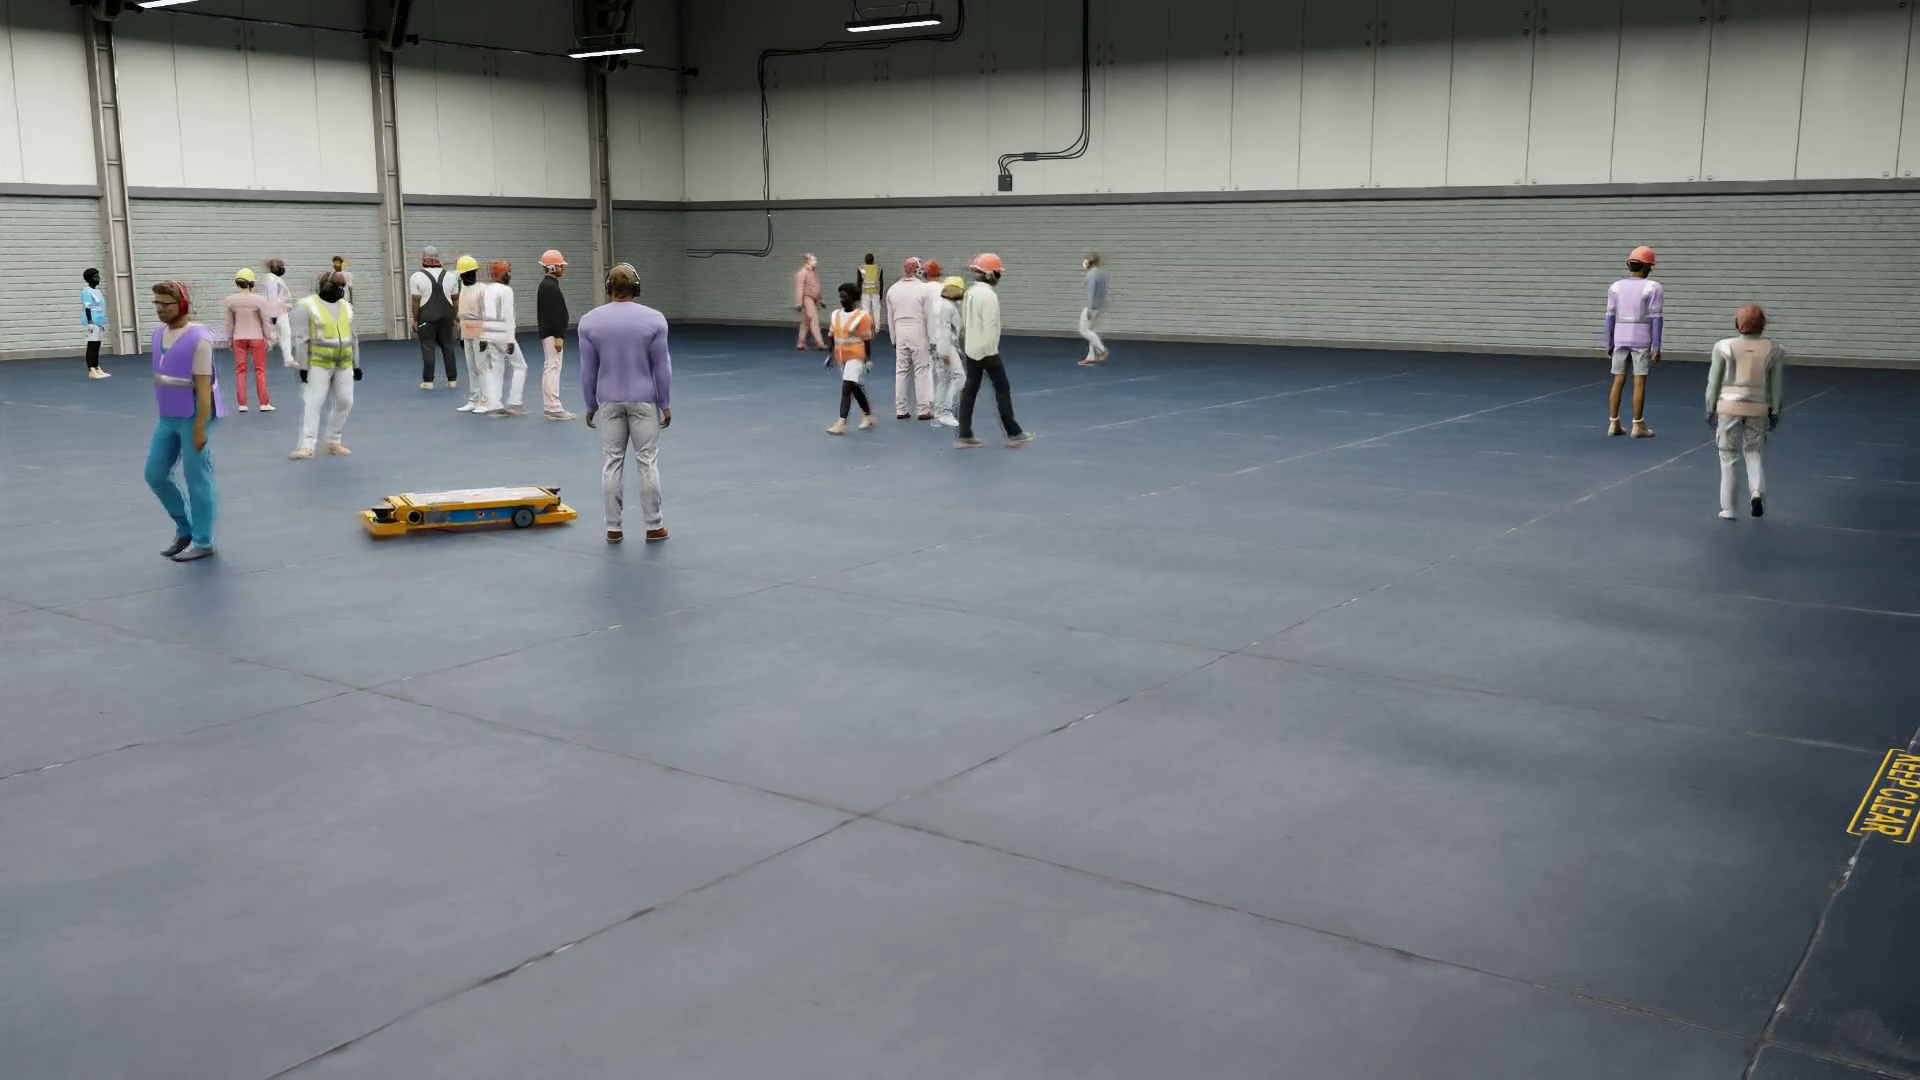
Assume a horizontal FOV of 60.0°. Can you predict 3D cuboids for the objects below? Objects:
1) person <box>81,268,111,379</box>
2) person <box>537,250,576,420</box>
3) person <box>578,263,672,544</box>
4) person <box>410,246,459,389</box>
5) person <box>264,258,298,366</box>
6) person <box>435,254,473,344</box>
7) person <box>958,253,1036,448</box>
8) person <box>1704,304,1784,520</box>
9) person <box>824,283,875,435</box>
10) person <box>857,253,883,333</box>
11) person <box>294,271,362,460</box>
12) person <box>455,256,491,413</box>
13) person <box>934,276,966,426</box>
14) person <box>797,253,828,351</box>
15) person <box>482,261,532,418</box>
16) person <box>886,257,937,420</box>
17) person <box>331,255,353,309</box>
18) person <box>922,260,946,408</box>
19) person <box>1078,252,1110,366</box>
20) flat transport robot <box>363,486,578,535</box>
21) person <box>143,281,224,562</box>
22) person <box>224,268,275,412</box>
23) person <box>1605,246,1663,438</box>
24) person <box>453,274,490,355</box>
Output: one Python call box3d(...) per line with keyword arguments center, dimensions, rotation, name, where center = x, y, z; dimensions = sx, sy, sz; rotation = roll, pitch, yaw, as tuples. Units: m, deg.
box3d(center=(-13.301, -3.321, 25.554), dimensions=(0.322, 1.697, 0.536), rotation=(-2, 10, -9), name="person")
box3d(center=(-4.793, -2.418, 19.656), dimensions=(0.379, 1.996, 0.611), rotation=(-4, 11, -22), name="person")
box3d(center=(-2.301, -0.934, 11.507), dimensions=(0.627, 1.940, 0.371), rotation=(0, 10, -2), name="person")
box3d(center=(-7.572, -3.198, 23.903), dimensions=(0.688, 2.000, 0.536), rotation=(-7, 13, -36), name="person")
box3d(center=(-11.582, -3.834, 28.068), dimensions=(0.722, 1.825, 0.621), rotation=(-4, 11, -20), name="person")
box3d(center=(-10.139, -4.808, 33.436), dimensions=(0.941, 1.879, 0.558), rotation=(-1, 10, -8), name="person")
box3d(center=(0.367, -1.922, 16.965), dimensions=(0.919, 1.958, 0.640), rotation=(-4, 11, -23), name="person")
box3d(center=(5.858, -0.946, 12.460), dimensions=(0.516, 1.627, 0.377), rotation=(2, 10, 9), name="person")
box3d(center=(-1.191, -2.005, 18.317), dimensions=(0.527, 1.651, 0.879), rotation=(8, 13, 39), name="person")
box3d(center=(-2.089, -5.730, 38.642), dimensions=(0.620, 1.845, 0.429), rotation=(-3, 10, -15), name="person")
box3d(center=(-6.196, -1.695, 16.176), dimensions=(0.429, 1.806, 0.804), rotation=(8, 13, 39), name="person")
box3d(center=(-5.972, -2.512, 20.403), dimensions=(0.584, 1.917, 0.383), rotation=(10, 14, 44), name="person")
box3d(center=(-0.114, -2.129, 18.855), dimensions=(0.441, 1.701, 0.514), rotation=(-1, 10, -3), name="person")
box3d(center=(-2.791, -4.592, 32.193), dimensions=(0.919, 1.870, 0.651), rotation=(3, 11, 16), name="person")
box3d(center=(-5.438, -2.404, 19.942), dimensions=(0.591, 1.864, 0.629), rotation=(9, 13, 40), name="person")
box3d(center=(-0.541, -2.366, 19.620), dimensions=(0.643, 1.909, 0.410), rotation=(6, 12, 29), name="person")
box3d(center=(-12.074, -4.634, 32.500), dimensions=(0.498, 1.847, 0.662), rotation=(1, 10, 7), name="person")
box3d(center=(-0.357, -2.585, 20.959), dimensions=(0.578, 1.871, 0.438), rotation=(-5, 11, -26), name="person")
box3d(center=(2.245, -3.900, 28.150), dimensions=(0.472, 1.927, 0.652), rotation=(3, 11, 15), name="person")
box3d(center=(-3.608, -0.233, 12.252), dimensions=(1.431, 0.197, 0.652), rotation=(-5, 11, -26), name="flat transport robot")
box3d(center=(-5.081, -0.770, 10.867), dimensions=(0.606, 1.830, 0.482), rotation=(6, 12, 32), name="person")
box3d(center=(-8.769, -2.459, 20.532), dimensions=(0.533, 1.768, 0.310), rotation=(-1, 10, -5), name="person")
box3d(center=(7.252, -2.122, 17.870), dimensions=(0.393, 2.041, 0.614), rotation=(-9, 13, -40), name="person")
box3d(center=(-9.122, -4.291, 30.669), dimensions=(0.850, 1.818, 0.517), rotation=(-9, 13, -40), name="person")
